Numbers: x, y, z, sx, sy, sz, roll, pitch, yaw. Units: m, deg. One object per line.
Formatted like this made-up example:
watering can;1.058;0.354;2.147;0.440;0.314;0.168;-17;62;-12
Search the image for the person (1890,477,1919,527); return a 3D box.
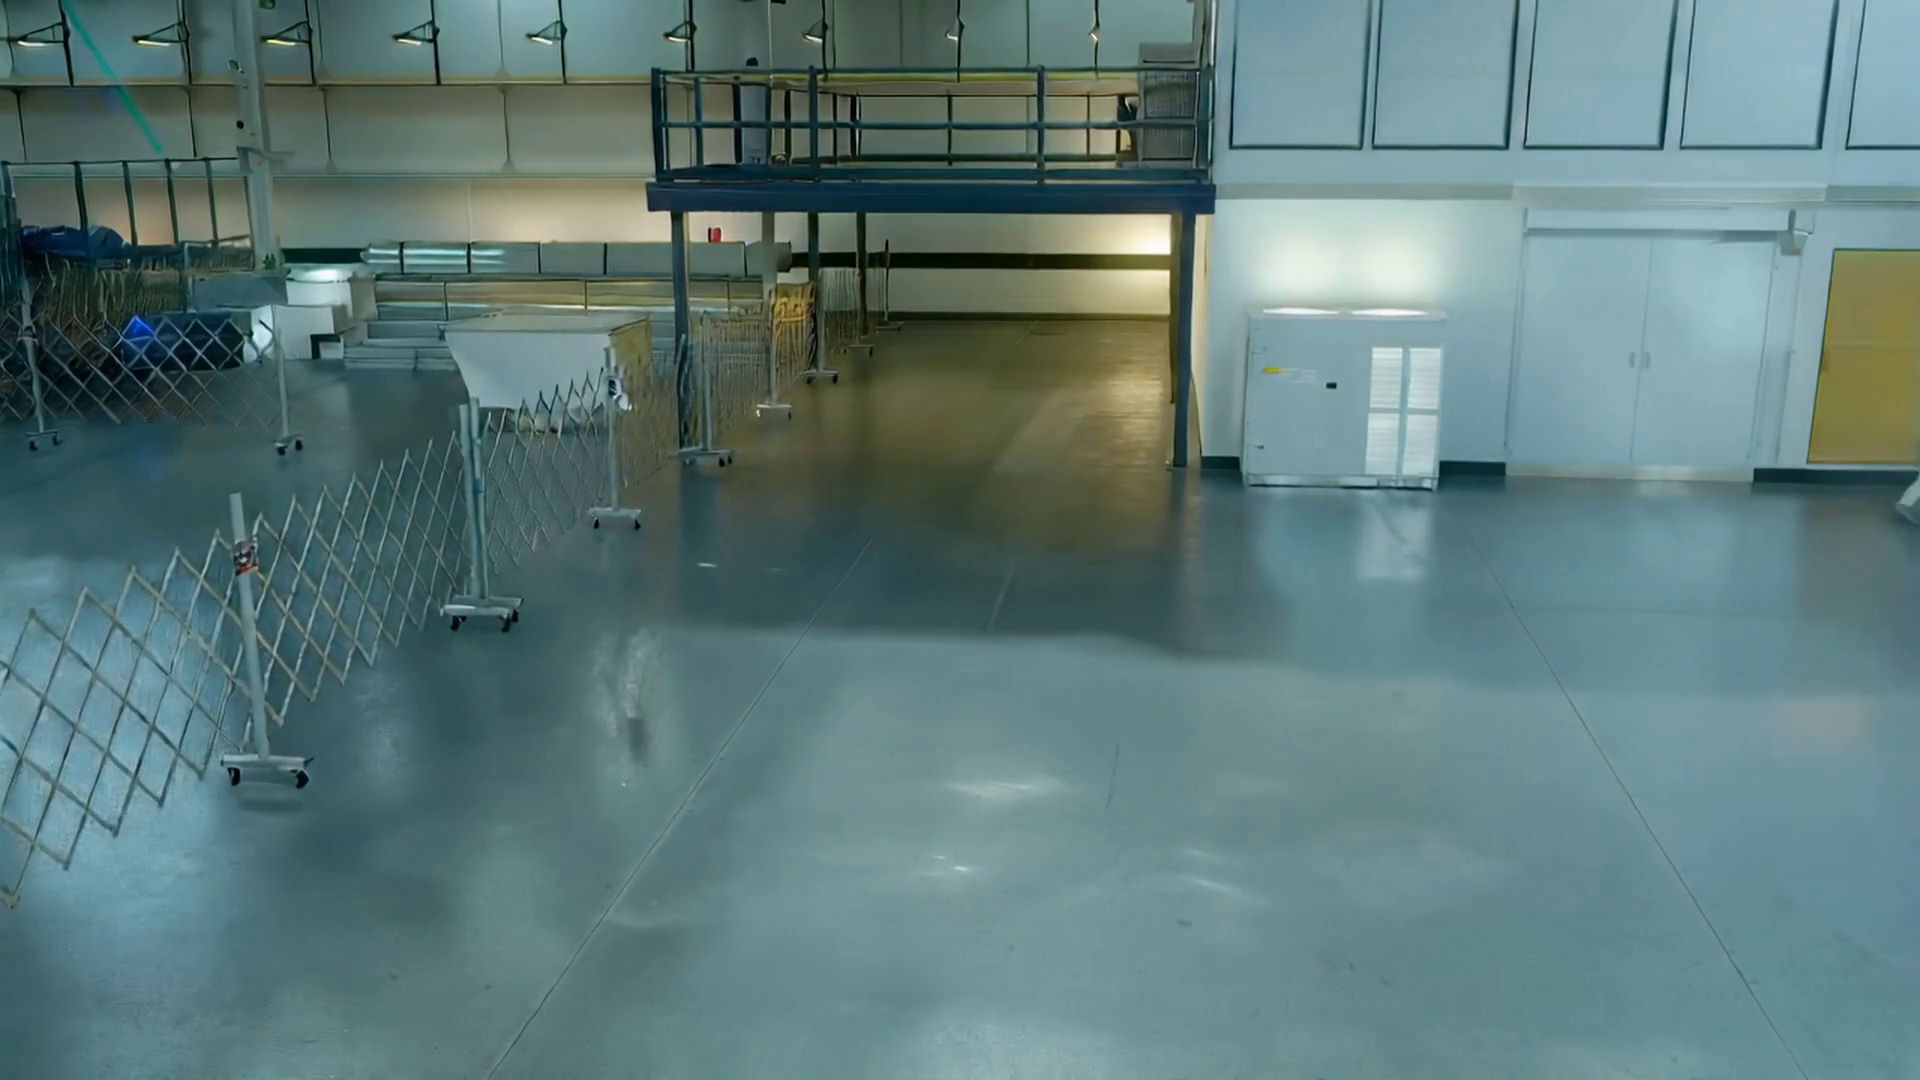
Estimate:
person;9.024;-1.007;15.075;0.916;1.848;0.590;0;14;-1
